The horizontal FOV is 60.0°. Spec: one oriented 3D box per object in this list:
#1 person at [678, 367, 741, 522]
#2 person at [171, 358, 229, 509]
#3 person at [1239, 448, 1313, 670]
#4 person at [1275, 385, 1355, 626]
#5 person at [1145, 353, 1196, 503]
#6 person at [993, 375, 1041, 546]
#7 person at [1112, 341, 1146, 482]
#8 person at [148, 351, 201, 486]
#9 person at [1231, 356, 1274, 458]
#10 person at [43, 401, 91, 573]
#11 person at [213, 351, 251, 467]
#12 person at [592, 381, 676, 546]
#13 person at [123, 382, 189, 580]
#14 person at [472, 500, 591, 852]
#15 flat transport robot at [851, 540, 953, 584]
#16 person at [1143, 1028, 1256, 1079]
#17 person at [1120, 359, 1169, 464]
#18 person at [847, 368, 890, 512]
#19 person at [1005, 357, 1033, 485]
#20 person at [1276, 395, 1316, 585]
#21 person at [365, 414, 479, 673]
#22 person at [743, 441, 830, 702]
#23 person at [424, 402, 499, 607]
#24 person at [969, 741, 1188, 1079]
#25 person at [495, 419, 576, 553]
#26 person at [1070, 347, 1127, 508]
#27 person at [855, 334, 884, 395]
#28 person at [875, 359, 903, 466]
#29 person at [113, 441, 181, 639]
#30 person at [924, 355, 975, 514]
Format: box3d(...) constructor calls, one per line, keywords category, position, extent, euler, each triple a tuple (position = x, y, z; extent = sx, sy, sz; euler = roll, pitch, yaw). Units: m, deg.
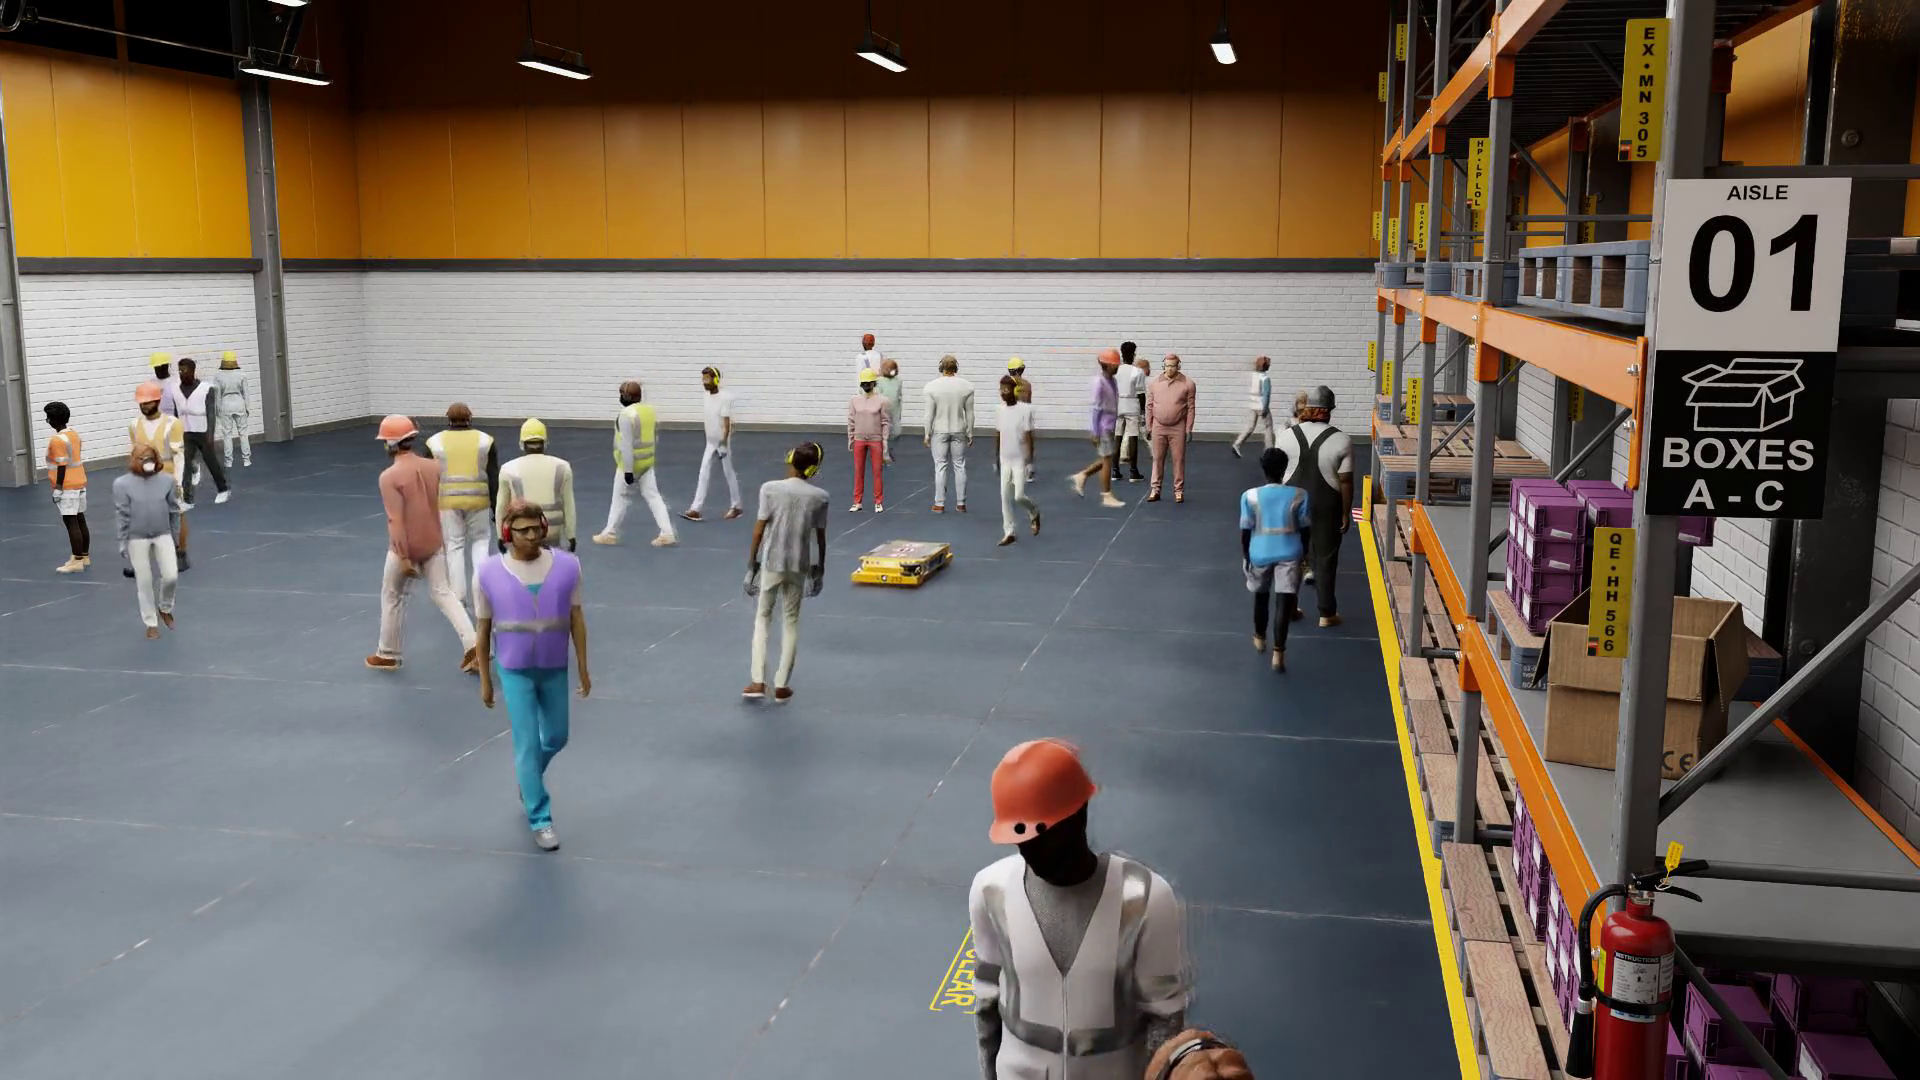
box3d(category="person", position=(-2.903, -1.113, 19.564), extent=(0.546, 1.820, 0.955), euler=(6, 11, 34))
box3d(category="person", position=(-9.543, -1.346, 20.831), extent=(0.604, 1.881, 0.966), euler=(1, 9, 6))
box3d(category="person", position=(2.394, 0.121, 12.638), extent=(0.540, 1.652, 0.866), euler=(2, 10, 11))
box3d(category="person", position=(3.009, -0.303, 14.038), extent=(0.683, 2.000, 0.535), euler=(5, 11, 29))
box3d(category="person", position=(2.669, -1.425, 21.207), extent=(0.642, 1.907, 0.410), euler=(3, 10, 16))
box3d(category="person", position=(0.624, -0.870, 18.015), extent=(0.552, 1.852, 0.585), euler=(7, 12, 35))
box3d(category="person", position=(2.332, -1.794, 23.246), extent=(0.607, 1.966, 0.367), euler=(5, 11, 30))
box3d(category="person", position=(-10.425, -1.562, 22.029), extent=(0.597, 1.902, 0.695), euler=(2, 10, 11))
box3d(category="person", position=(4.625, -2.067, 25.957), extent=(0.769, 1.613, 0.513), euler=(-4, 10, -23))
box3d(category="person", position=(-8.804, -0.522, 16.400), extent=(0.321, 1.693, 0.530), euler=(-2, 10, -11))
box3d(category="person", position=(-10.922, -1.968, 24.966), extent=(0.487, 1.744, 0.297), euler=(-5, 11, -28))
box3d(category="person", position=(-3.487, -0.814, 17.880), extent=(0.976, 1.793, 0.646), euler=(4, 10, 21))
box3d(category="person", position=(-7.779, -0.566, 16.069), extent=(0.552, 1.889, 0.975), euler=(0, 9, -2))
box3d(category="person", position=(-2.277, 0.671, 8.821), extent=(0.582, 1.825, 0.754), euler=(-5, 11, -30))
box3d(category="flat transport robot", position=(-0.547, 0.203, 16.312), extent=(0.652, 0.197, 1.431), euler=(2, 10, 13))
box3d(category="person", position=(0.455, 1.709, 3.266), extent=(0.531, 1.595, 0.873), euler=(-3, 10, -19))
box3d(category="person", position=(2.786, -1.958, 25.348), extent=(0.847, 1.586, 0.518), euler=(-5, 11, -28))
box3d(category="person", position=(-1.123, -1.214, 20.350), extent=(0.523, 1.769, 0.316), euler=(1, 10, 8))
box3d(category="person", position=(0.790, -1.641, 22.963), extent=(0.359, 1.757, 0.521), euler=(8, 12, 39))
box3d(category="person", position=(3.259, -0.490, 15.928), extent=(0.529, 1.788, 0.979), euler=(1, 10, 8))
box3d(category="person", position=(-3.980, 0.036, 12.303), extent=(1.033, 1.949, 0.605), euler=(5, 11, 28))
box3d(category="person", position=(-1.204, 0.219, 11.571), extent=(0.622, 1.811, 0.356), euler=(-3, 10, -15))
box3d(category="person", position=(-4.401, -0.310, 14.746), extent=(0.646, 1.827, 0.433), euler=(-3, 10, -19))
box3d(category="person", position=(0.331, 1.384, 4.346), extent=(0.581, 1.901, 0.823), euler=(2, 10, 12))
box3d(category="person", position=(-3.471, -0.097, 13.564), extent=(0.617, 1.781, 0.914), euler=(-4, 10, -23))
box3d(category="person", position=(1.733, -1.406, 20.766), extent=(0.716, 2.018, 0.617), euler=(5, 11, 27))
box3d(category="person", position=(-1.487, -2.484, 27.697), extent=(0.419, 1.881, 0.609), euler=(9, 13, 43))
box3d(category="person", position=(-1.063, -1.916, 25.026), extent=(0.497, 1.618, 0.339), euler=(-5, 11, -28))
box3d(category="person", position=(-6.555, 0.002, 13.464), extent=(0.500, 1.617, 0.340), euler=(-7, 11, -35))
box3d(category="person", position=(-0.137, -1.286, 20.268), extent=(0.638, 1.938, 0.356), euler=(-2, 10, -14))
